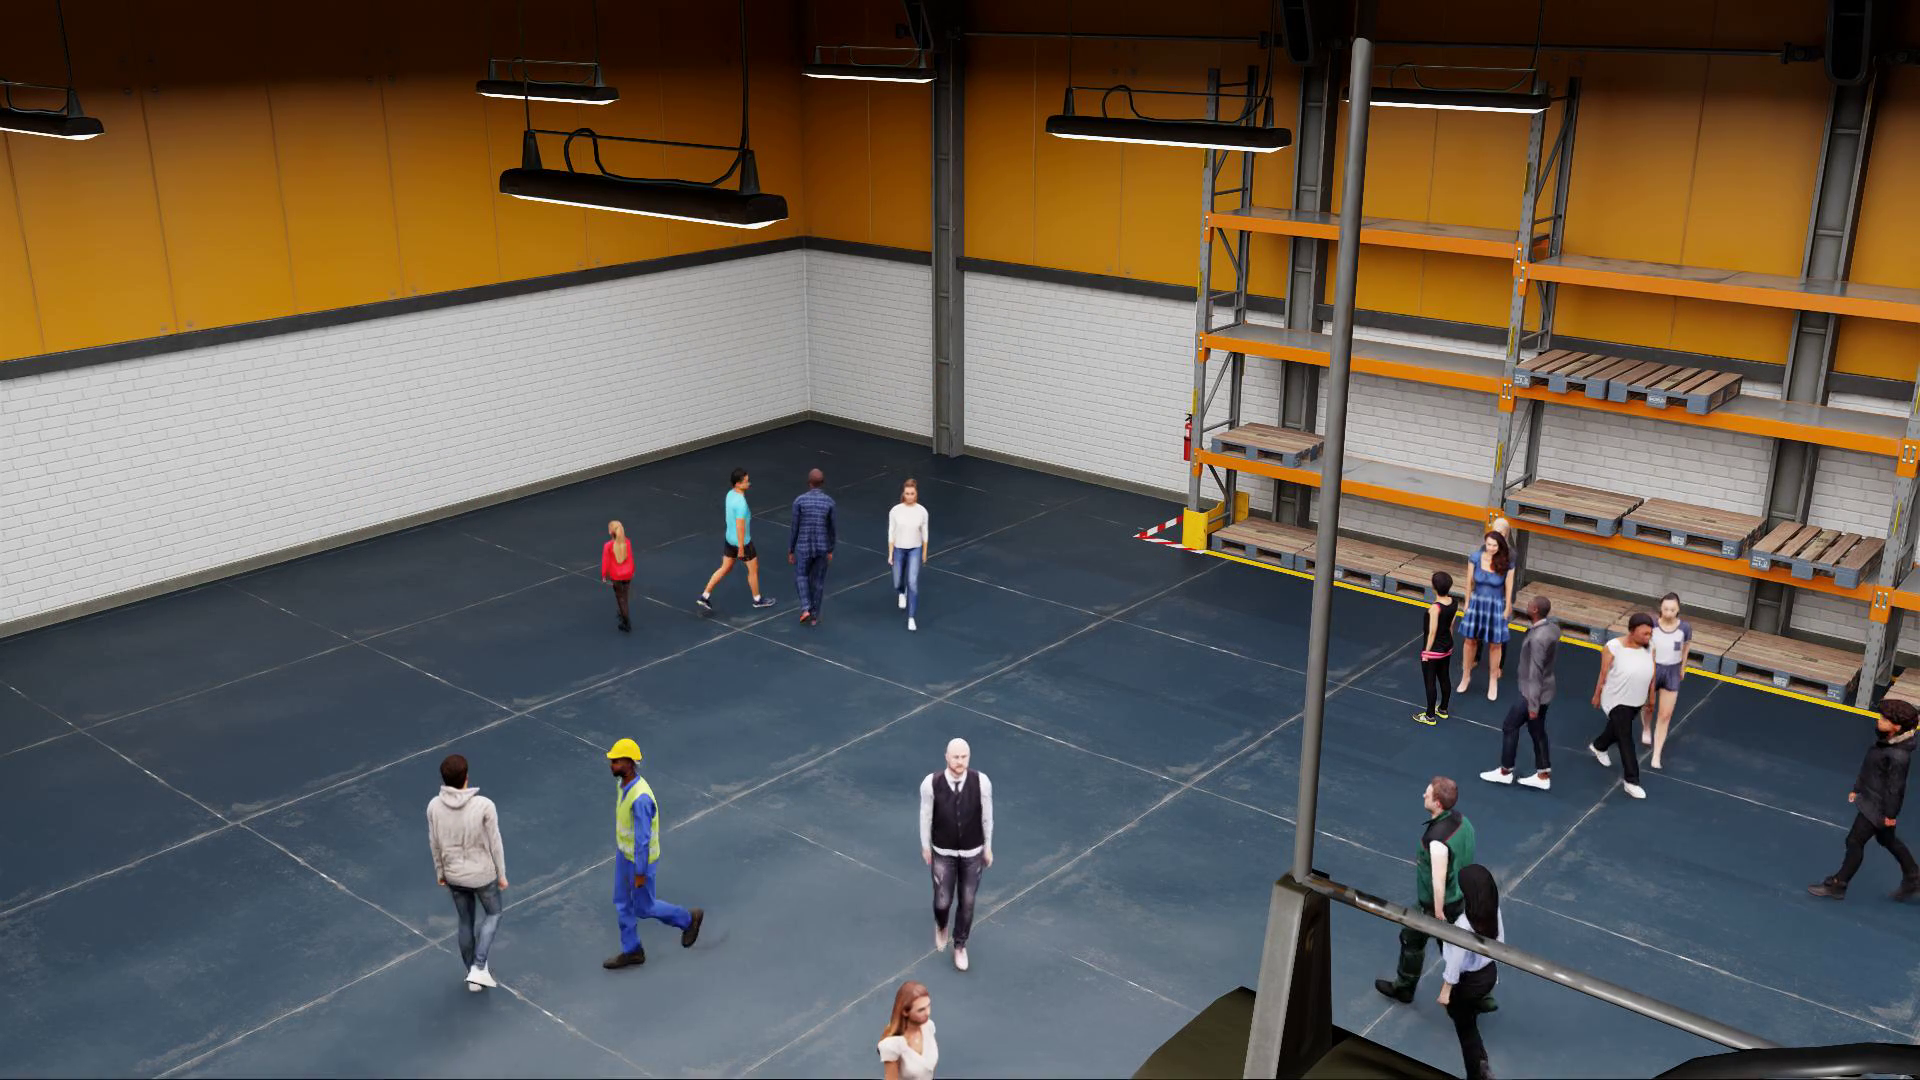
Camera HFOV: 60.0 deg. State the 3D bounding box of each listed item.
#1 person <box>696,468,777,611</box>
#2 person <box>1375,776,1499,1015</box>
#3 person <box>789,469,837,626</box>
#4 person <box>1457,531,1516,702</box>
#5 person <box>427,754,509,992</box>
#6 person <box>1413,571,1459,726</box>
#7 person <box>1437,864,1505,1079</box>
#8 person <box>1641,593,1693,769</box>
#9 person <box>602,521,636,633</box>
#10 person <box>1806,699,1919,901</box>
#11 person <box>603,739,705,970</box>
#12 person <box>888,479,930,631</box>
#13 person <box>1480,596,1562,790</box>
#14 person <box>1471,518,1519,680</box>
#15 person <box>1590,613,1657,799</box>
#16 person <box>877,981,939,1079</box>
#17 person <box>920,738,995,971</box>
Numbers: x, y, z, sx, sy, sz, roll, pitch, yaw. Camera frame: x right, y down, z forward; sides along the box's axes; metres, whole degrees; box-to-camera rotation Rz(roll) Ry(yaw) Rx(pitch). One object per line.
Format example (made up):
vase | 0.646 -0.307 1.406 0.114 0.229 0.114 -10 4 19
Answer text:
person | -2.635 0.035 19.093 1.074 1.732 1.202 -10 21 -28
person | 3.425 2.518 11.601 1.071 1.810 0.610 15 24 38
person | -1.635 0.126 18.732 0.879 1.791 0.929 -5 19 -14
person | 5.324 0.756 16.847 0.565 1.801 0.767 12 22 31
person | -3.513 2.426 11.828 0.919 1.839 0.973 0 19 1
person | 4.706 1.049 16.369 0.582 1.550 0.556 -14 23 -36
person | 3.347 2.895 10.609 0.663 1.727 0.648 -16 24 -39
person | 6.566 1.272 15.625 1.078 1.603 0.904 7 20 20
person | -3.785 0.418 18.692 0.593 1.263 0.770 -14 23 -36
person | 7.305 2.061 13.041 1.204 1.756 0.902 6 20 18
person | -2.301 2.309 12.255 0.917 1.787 1.023 -12 22 -31
person | -0.599 0.135 18.847 0.995 1.700 1.010 0 19 1
person | 5.260 1.410 14.932 0.901 1.784 0.842 9 21 26
person | 5.610 0.583 17.480 0.695 1.724 0.483 -18 25 -42
person | 6.007 1.422 15.115 1.068 1.644 1.262 -6 19 -16
person | -0.368 3.271 9.617 0.679 1.649 1.152 -16 24 -39
person | -0.019 2.276 12.313 0.862 1.814 0.920 -2 19 -6
